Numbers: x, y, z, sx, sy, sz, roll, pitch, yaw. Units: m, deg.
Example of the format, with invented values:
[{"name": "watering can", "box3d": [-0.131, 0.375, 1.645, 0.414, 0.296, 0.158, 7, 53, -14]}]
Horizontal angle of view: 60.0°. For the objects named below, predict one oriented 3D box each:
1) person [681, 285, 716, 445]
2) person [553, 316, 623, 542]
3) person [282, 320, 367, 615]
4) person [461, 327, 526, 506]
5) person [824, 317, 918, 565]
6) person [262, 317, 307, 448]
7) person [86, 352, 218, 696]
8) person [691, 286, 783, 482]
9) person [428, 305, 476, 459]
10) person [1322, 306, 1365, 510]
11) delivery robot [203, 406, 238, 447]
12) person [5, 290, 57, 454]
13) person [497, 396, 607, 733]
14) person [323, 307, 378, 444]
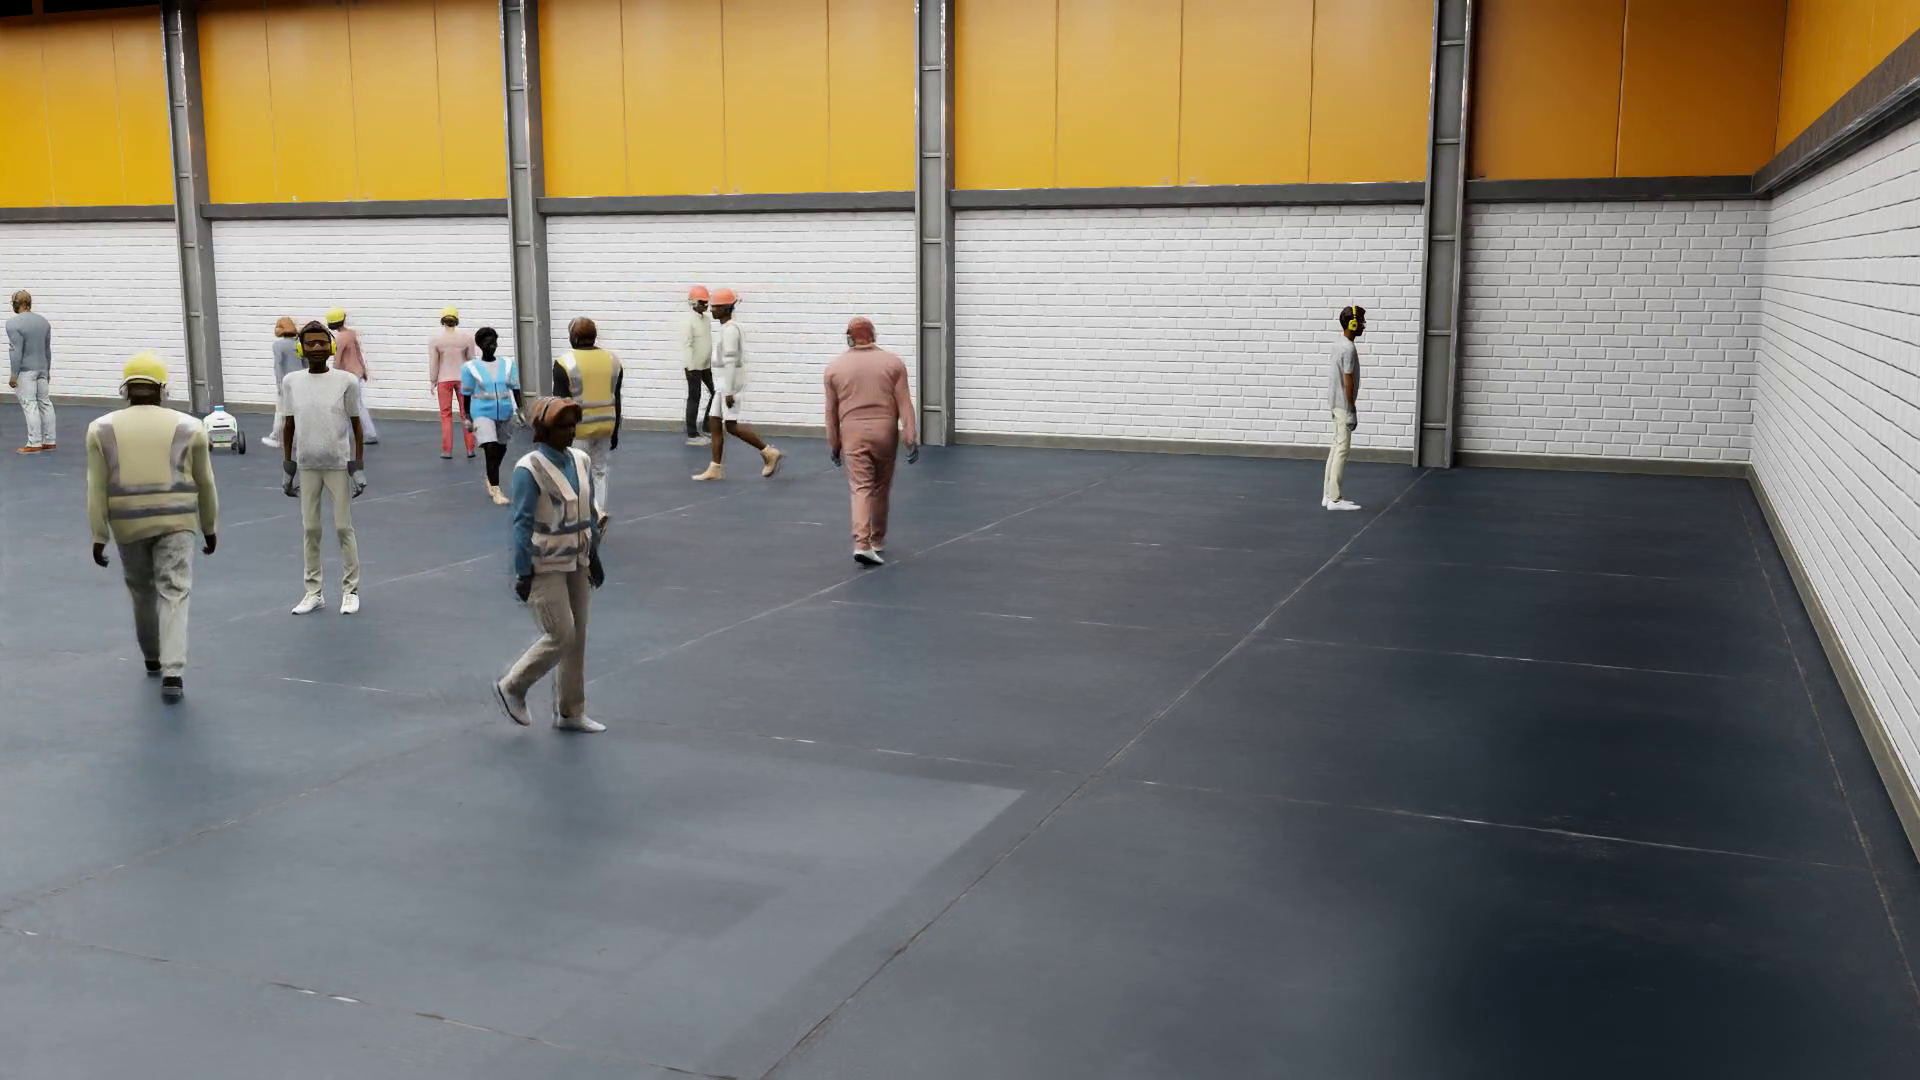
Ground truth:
[{"name": "person", "box3d": [-3.159, -2.138, 20.479, 0.569, 1.975, 0.661, 4, 10, 21]}, {"name": "person", "box3d": [-2.927, -0.853, 13.165, 0.631, 1.827, 0.553, -9, 13, -42]}, {"name": "person", "box3d": [-4.060, -0.455, 10.600, 0.531, 1.876, 0.317, 0, 9, -2]}, {"name": "person", "box3d": [-4.423, -1.181, 15.659, 0.541, 1.661, 0.853, -7, 11, -35]}, {"name": "person", "box3d": [-0.674, -0.755, 12.546, 0.686, 1.844, 0.954, -1, 9, -8]}, {"name": "person", "box3d": [-8.134, -1.883, 20.092, 0.845, 1.590, 0.518, 5, 11, 30]}, {"name": "person", "box3d": [-4.214, -0.090, 8.714, 0.601, 1.776, 0.946, -3, 10, -20]}, {"name": "person", "box3d": [-2.302, -1.586, 17.046, 0.868, 2.018, 0.615, -2, 10, -13]}, {"name": "person", "box3d": [-5.847, -1.816, 19.176, 0.533, 1.767, 0.326, -5, 10, -26]}, {"name": "person", "box3d": [3.506, -1.195, 15.145, 0.317, 1.861, 0.517, 0, 9, 0]}, {"name": "delivery robot", "box3d": [-8.765, -1.345, 19.698, 0.477, 0.478, 0.707, -5, 10, -26]}, {"name": "person", "box3d": [-10.964, -1.975, 19.616, 0.353, 1.937, 0.635, 2, 10, 10]}, {"name": "person", "box3d": [-1.920, 0.131, 7.824, 0.419, 1.627, 0.521, 3, 10, 20]}, {"name": "person", "box3d": [-7.607, -2.018, 20.550, 0.751, 1.707, 0.592, -1, 9, -4]}]
